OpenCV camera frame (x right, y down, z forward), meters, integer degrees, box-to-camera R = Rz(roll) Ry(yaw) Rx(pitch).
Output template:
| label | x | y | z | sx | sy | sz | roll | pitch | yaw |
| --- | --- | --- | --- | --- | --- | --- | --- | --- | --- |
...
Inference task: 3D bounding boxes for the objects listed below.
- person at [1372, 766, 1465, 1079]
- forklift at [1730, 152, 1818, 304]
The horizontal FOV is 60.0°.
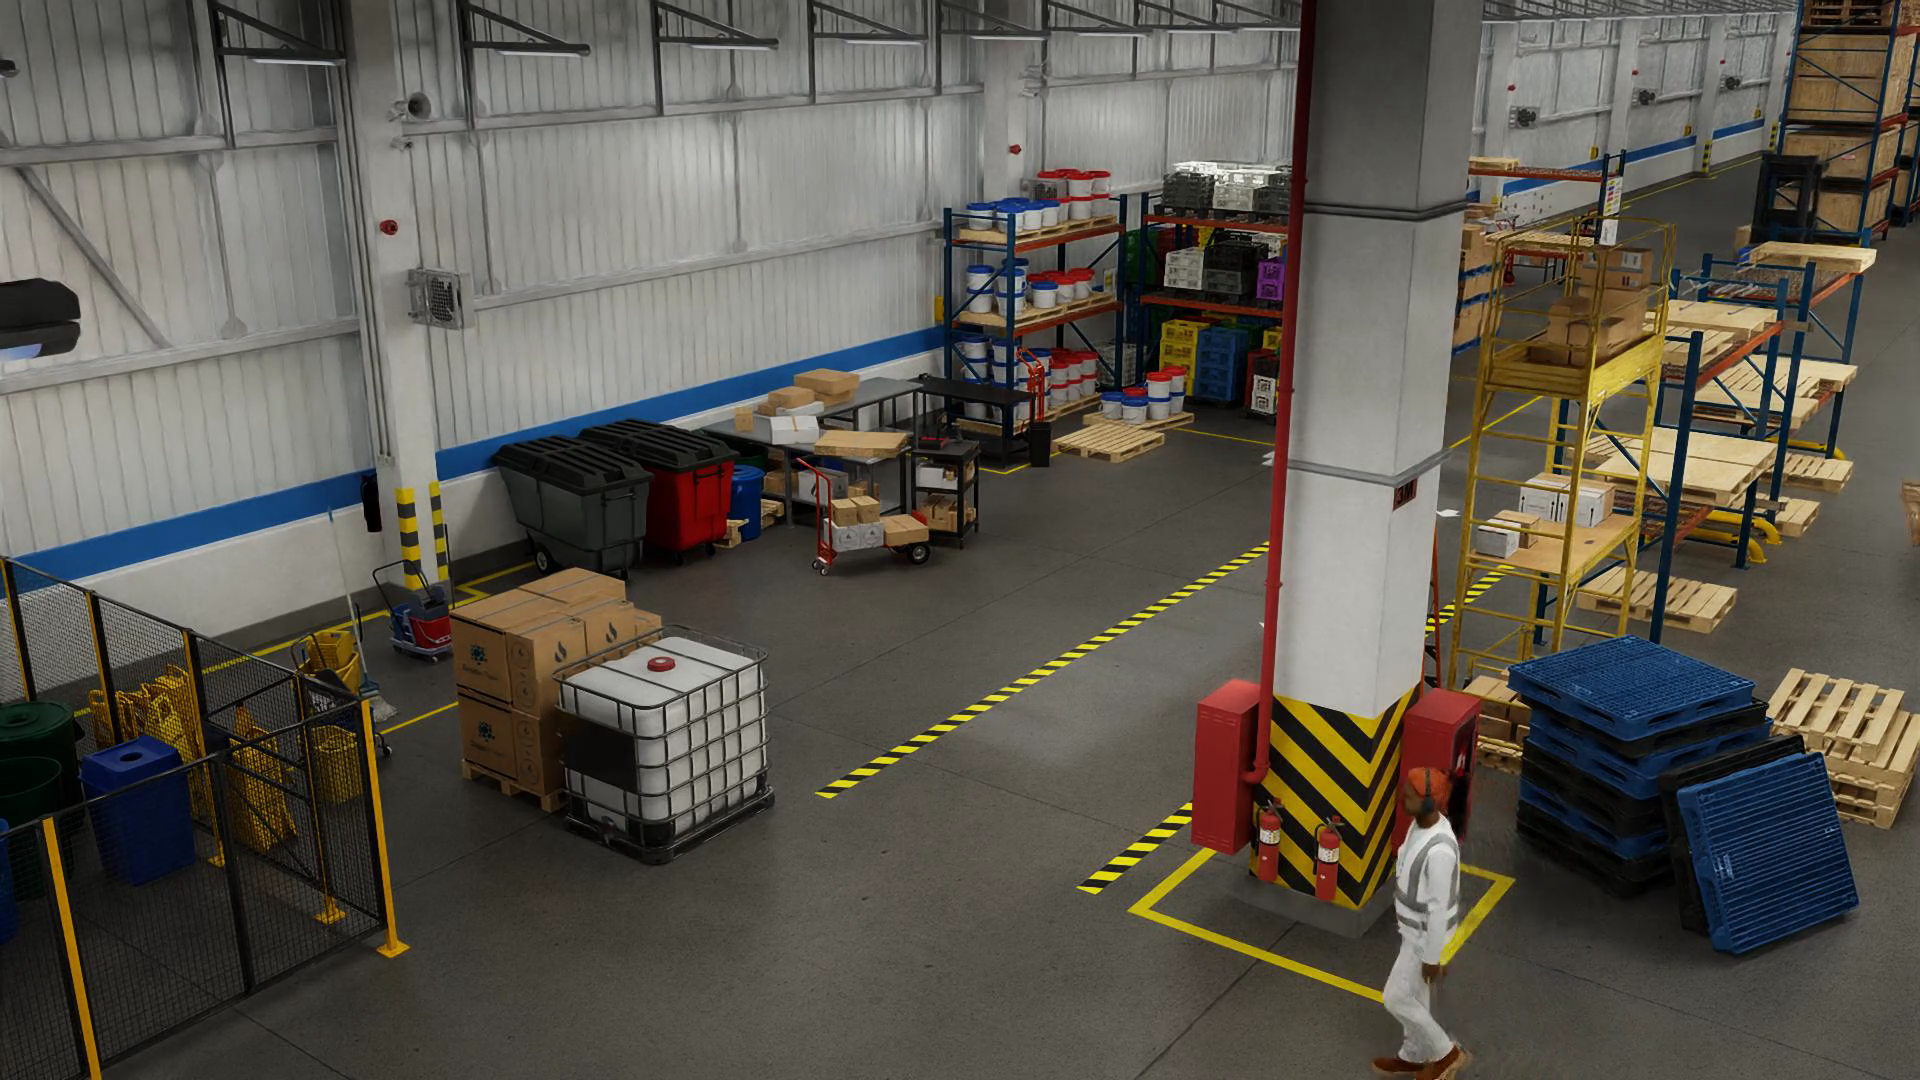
| label | x | y | z | sx | sy | sz | roll | pitch | yaw |
| --- | --- | --- | --- | --- | --- | --- | --- | --- | --- |
| person | 2.448 | 2.072 | 8.874 | 0.413 | 1.869 | 0.602 | 2 | 18 | 6 |
| forklift | 15.806 | -6.036 | 32.094 | 1.129 | 2.768 | 1.873 | 13 | 22 | 34 |
